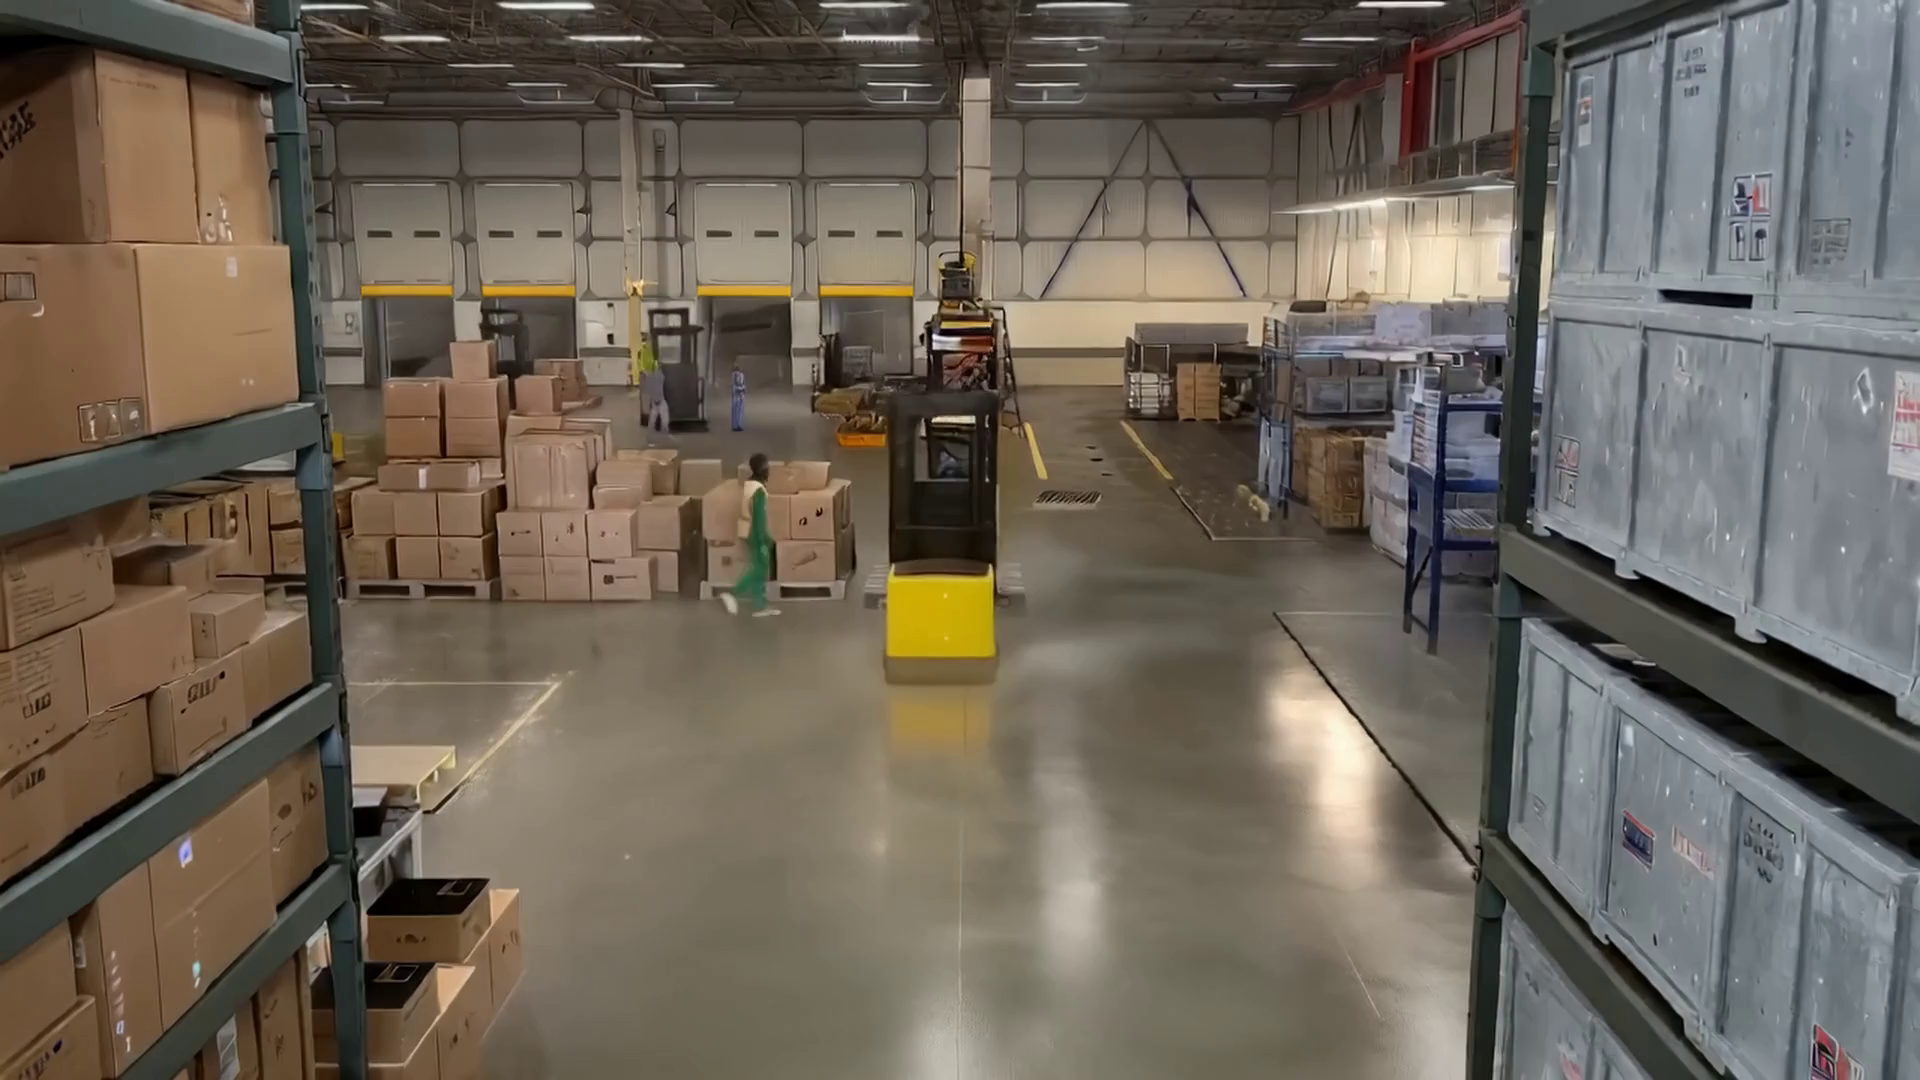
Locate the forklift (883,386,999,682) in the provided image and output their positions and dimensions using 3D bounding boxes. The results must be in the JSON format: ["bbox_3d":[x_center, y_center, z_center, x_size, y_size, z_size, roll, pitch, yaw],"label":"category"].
[{"bbox_3d":[-0.179,-0.133,16.472,1.129,2.768,1.873,0,10,1],"label":"forklift"}]

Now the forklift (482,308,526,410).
[{"bbox_3d":[-10.700,-4.063,39.144,1.129,2.768,1.873,-3,10,-15],"label":"forklift"}]

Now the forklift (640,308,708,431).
[{"bbox_3d":[-6.777,-4.030,38.951,1.129,2.768,1.873,-5,11,-27],"label":"forklift"}]

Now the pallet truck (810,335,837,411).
[{"bbox_3d":[-3.021,-4.312,43.126,1.885,1.965,0.823,3,10,17],"label":"pallet truck"}]

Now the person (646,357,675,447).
[{"bbox_3d":[-6.354,-2.919,35.308,0.723,1.914,0.665,3,10,17],"label":"person"}]

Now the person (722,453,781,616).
[{"bbox_3d":[-2.358,-0.039,18.757,0.593,1.902,0.606,-3,10,-17],"label":"person"}]

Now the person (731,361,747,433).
[{"bbox_3d":[-5.105,-3.301,38.318,0.313,1.642,0.513,3,10,18],"label":"person"}]

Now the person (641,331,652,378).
[{"bbox_3d":[-8.844,-4.957,47.059,0.535,1.919,0.576,4,11,24],"label":"person"}]
